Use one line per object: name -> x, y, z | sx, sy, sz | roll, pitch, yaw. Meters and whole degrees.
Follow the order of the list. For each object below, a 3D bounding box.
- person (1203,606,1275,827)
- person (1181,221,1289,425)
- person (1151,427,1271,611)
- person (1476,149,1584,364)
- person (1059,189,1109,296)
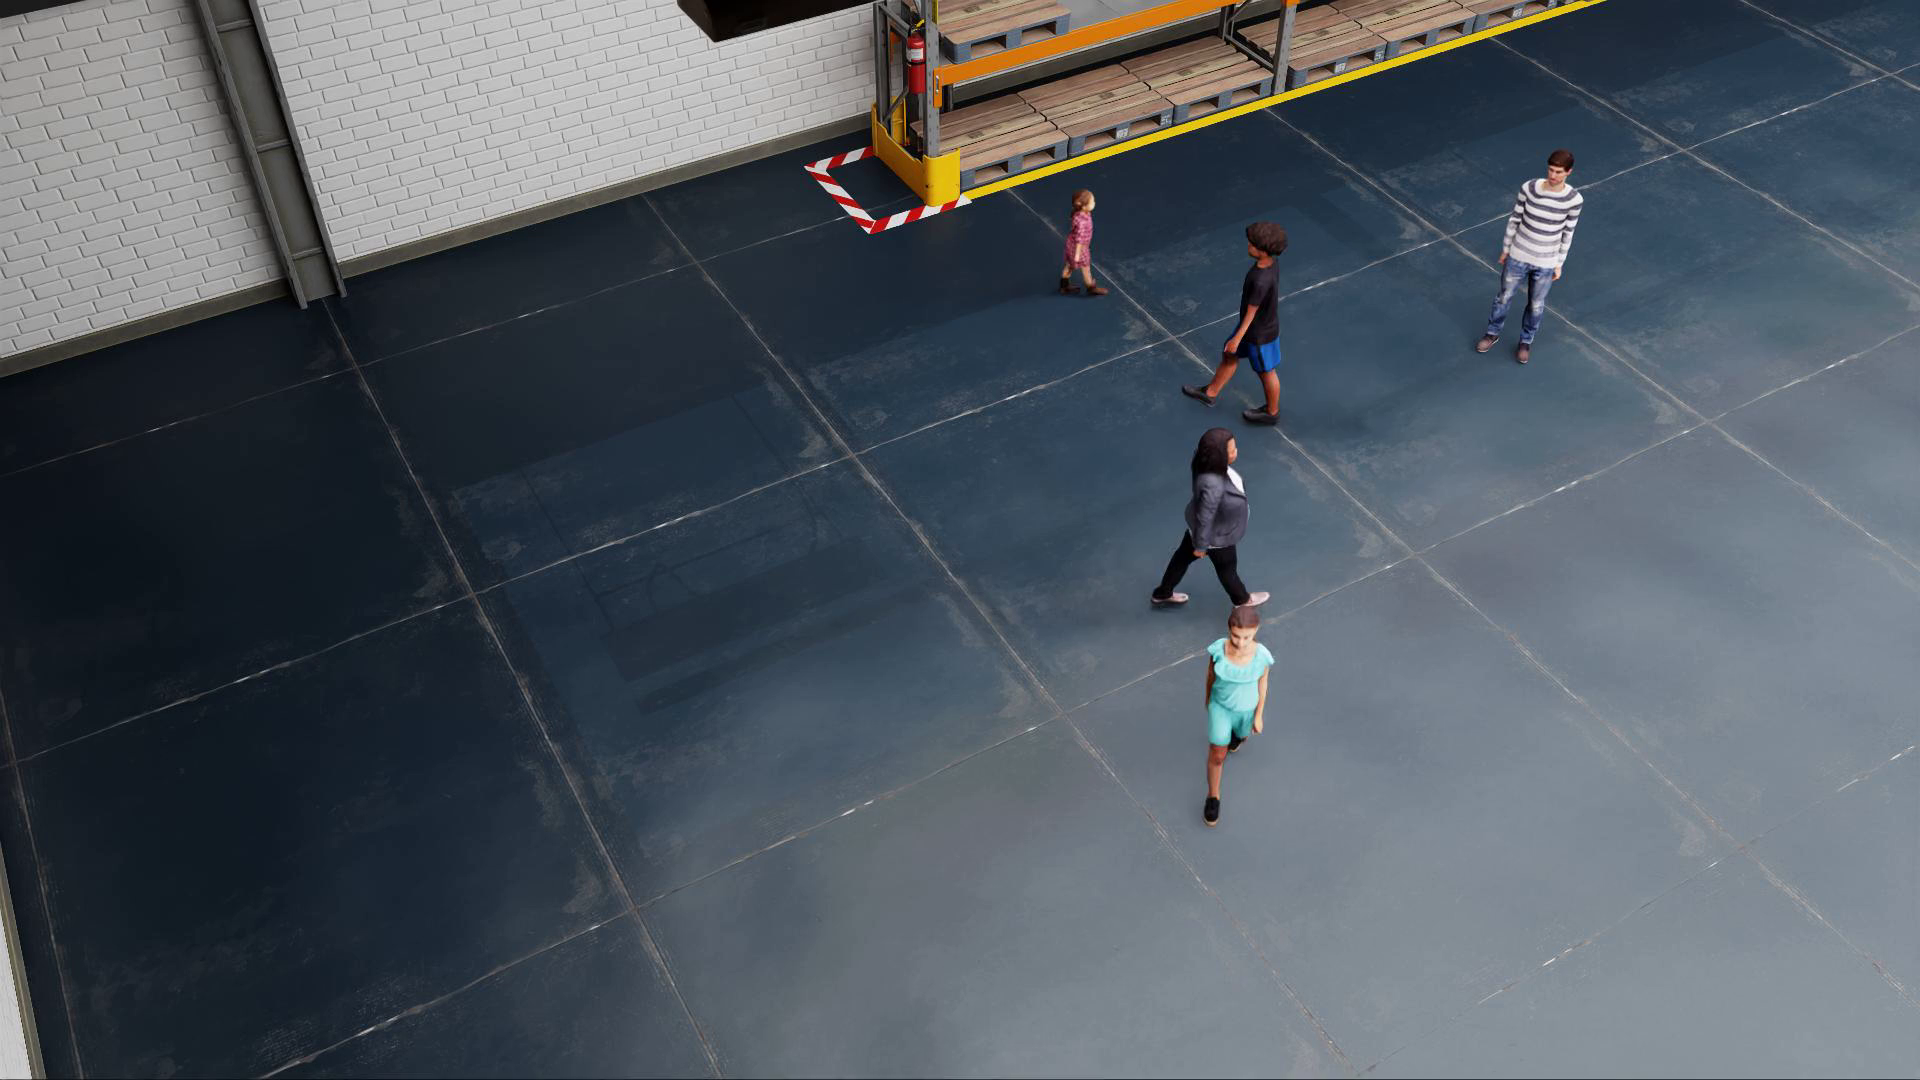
person -> 1.664, 0.940, 9.969 | 1.015, 1.534, 1.049 | 9, 44, 9
person -> 2.319, -1.574, 12.442 | 1.101, 1.763, 1.010 | 7, 44, 7
person -> 1.586, -0.094, 11.039 | 1.153, 1.556, 0.955 | -3, 44, -3
person -> 4.518, -2.252, 13.087 | 0.723, 1.855, 0.725 | 20, 47, 19
person -> 0.947, -2.482, 13.943 | 0.704, 1.007, 0.595 | 0, 44, 0
